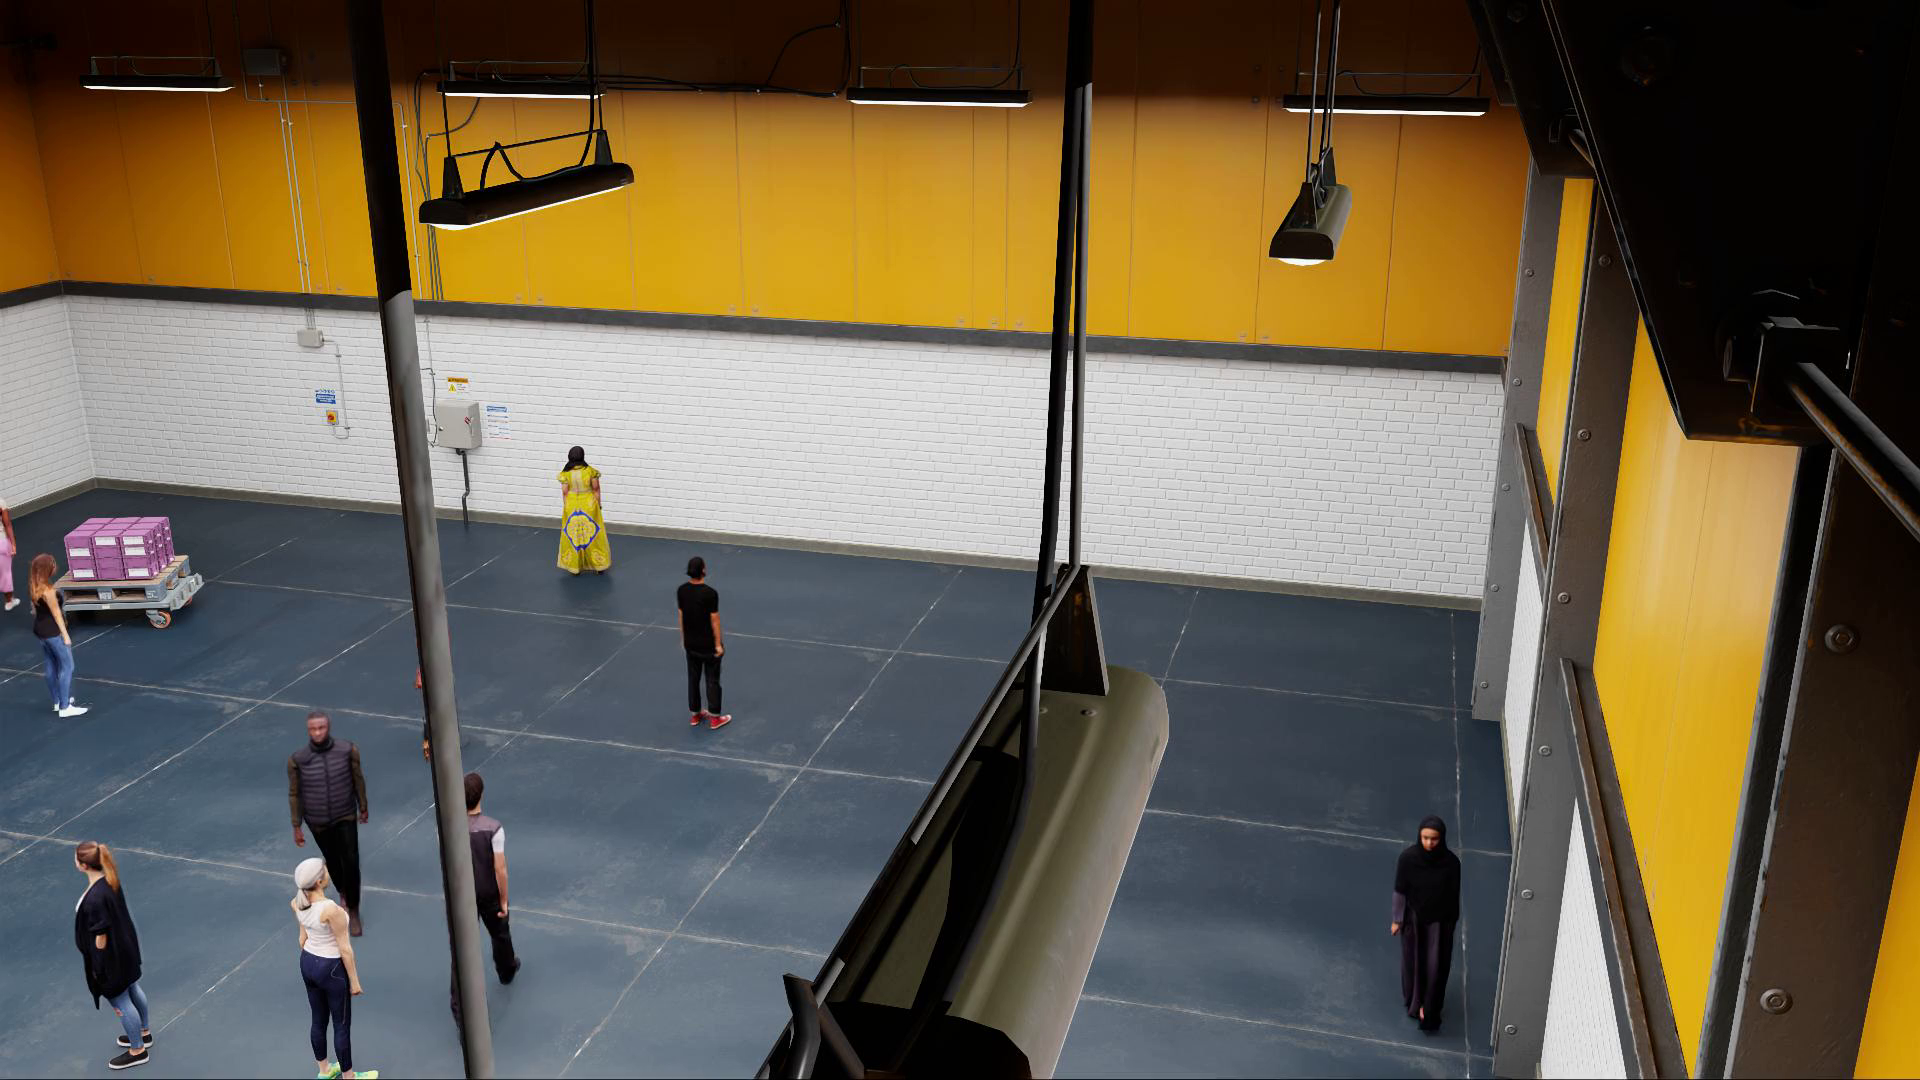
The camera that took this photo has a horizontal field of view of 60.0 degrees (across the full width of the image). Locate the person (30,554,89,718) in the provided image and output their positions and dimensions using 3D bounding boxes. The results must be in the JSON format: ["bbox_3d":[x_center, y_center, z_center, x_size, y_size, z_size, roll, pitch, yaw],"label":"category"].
[{"bbox_3d":[-9.163,0.940,16.781,0.680,1.696,0.625,9,21,26],"label":"person"}]

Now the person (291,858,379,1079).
[{"bbox_3d":[-4.201,2.877,11.018,0.639,1.703,0.598,9,21,26],"label":"person"}]

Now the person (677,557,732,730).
[{"bbox_3d":[-2.572,1.012,16.473,0.667,1.756,0.619,9,21,26],"label":"person"}]

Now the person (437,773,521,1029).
[{"bbox_3d":[-3.455,2.568,11.766,0.879,1.810,1.256,0,19,-1],"label":"person"}]

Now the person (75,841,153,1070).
[{"bbox_3d":[-5.749,2.794,11.297,0.772,1.683,0.646,-3,19,-10],"label":"person"}]

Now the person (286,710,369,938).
[{"bbox_3d":[-4.912,2.146,13.016,0.949,1.813,1.025,-6,20,-18],"label":"person"}]

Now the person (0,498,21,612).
[{"bbox_3d":[-11.190,0.116,19.206,0.928,1.709,1.185,-4,19,-12],"label":"person"}]

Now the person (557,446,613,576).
[{"bbox_3d":[-4.717,-0.378,20.750,0.982,1.660,0.971,-4,19,-11],"label":"person"}]

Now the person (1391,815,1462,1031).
[{"bbox_3d":[3.338,2.643,11.859,0.641,1.610,0.812,6,20,18],"label":"person"}]
